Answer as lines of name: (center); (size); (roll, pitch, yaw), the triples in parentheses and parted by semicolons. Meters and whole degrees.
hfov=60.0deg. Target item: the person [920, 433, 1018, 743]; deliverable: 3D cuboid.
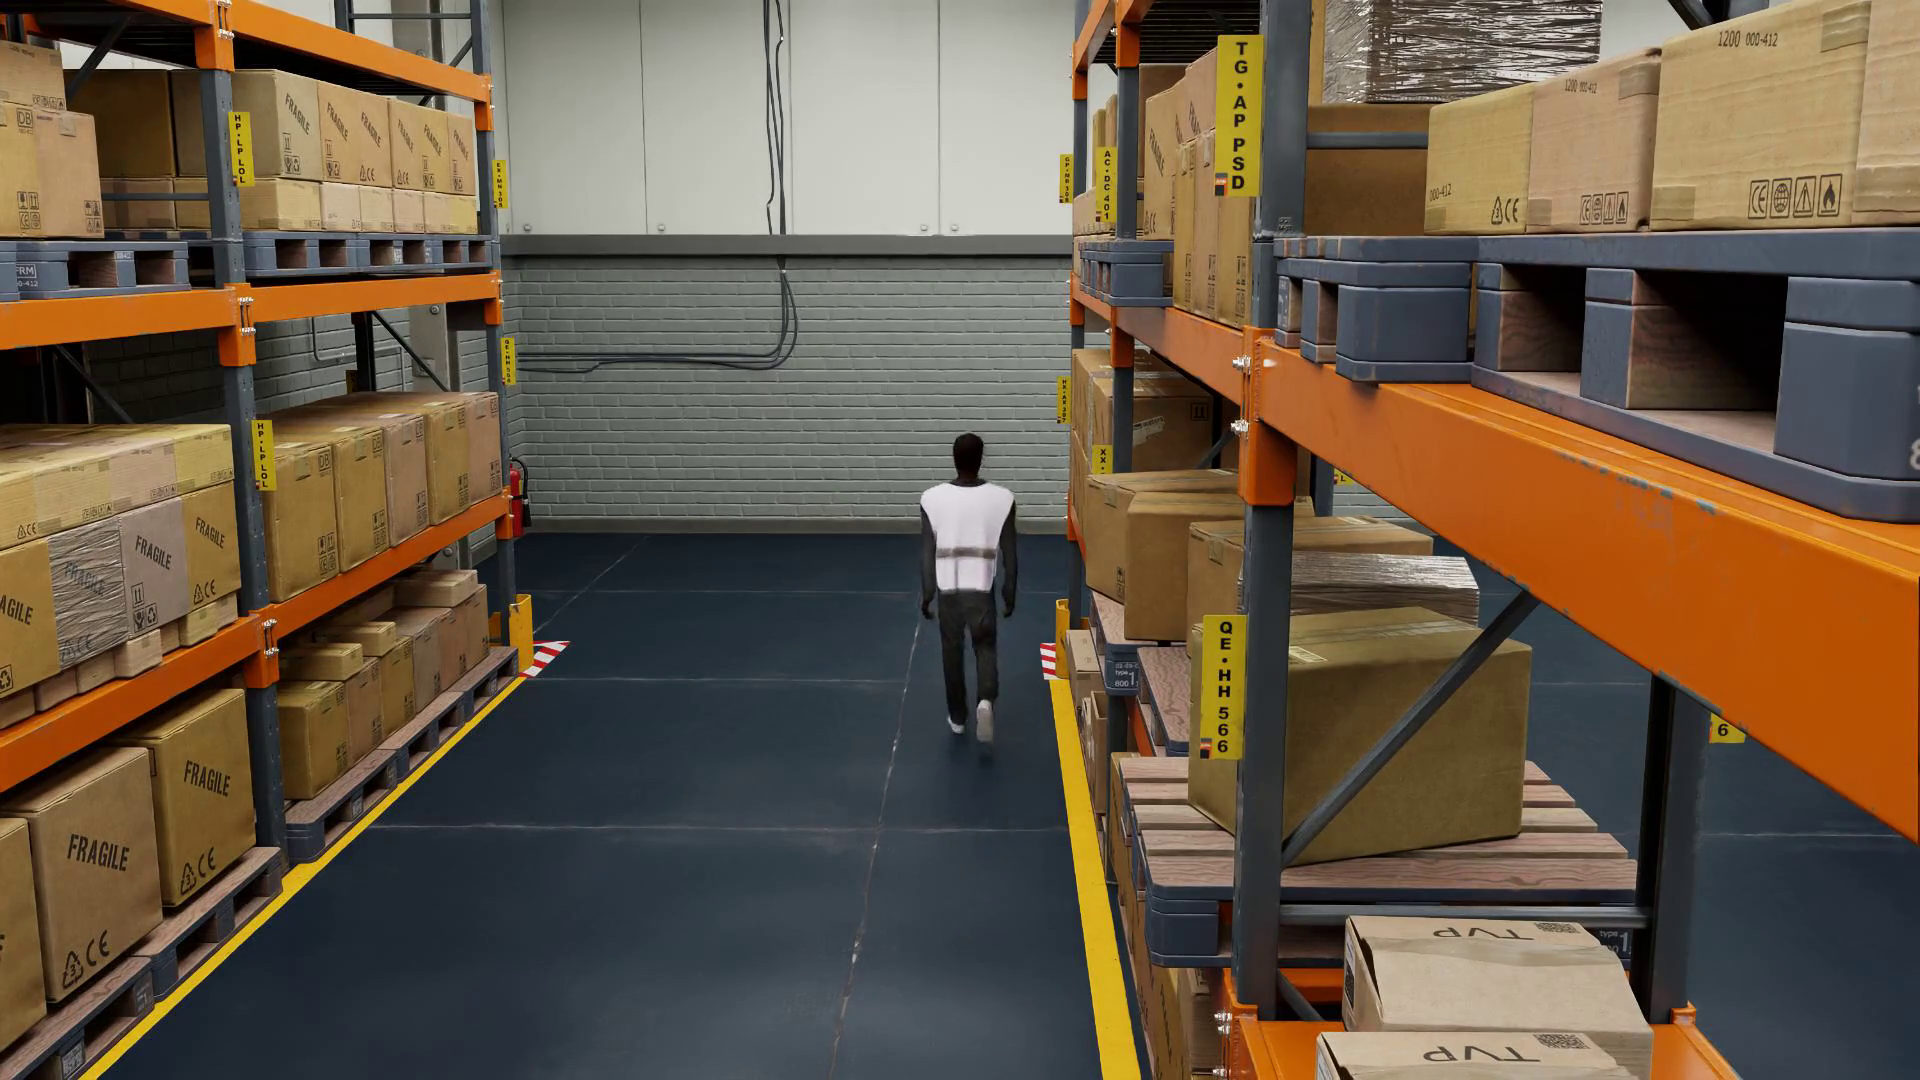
person: (0.056, 0.302, 10.150); (0.602, 1.898, 0.746); (-1, 10, -3)
